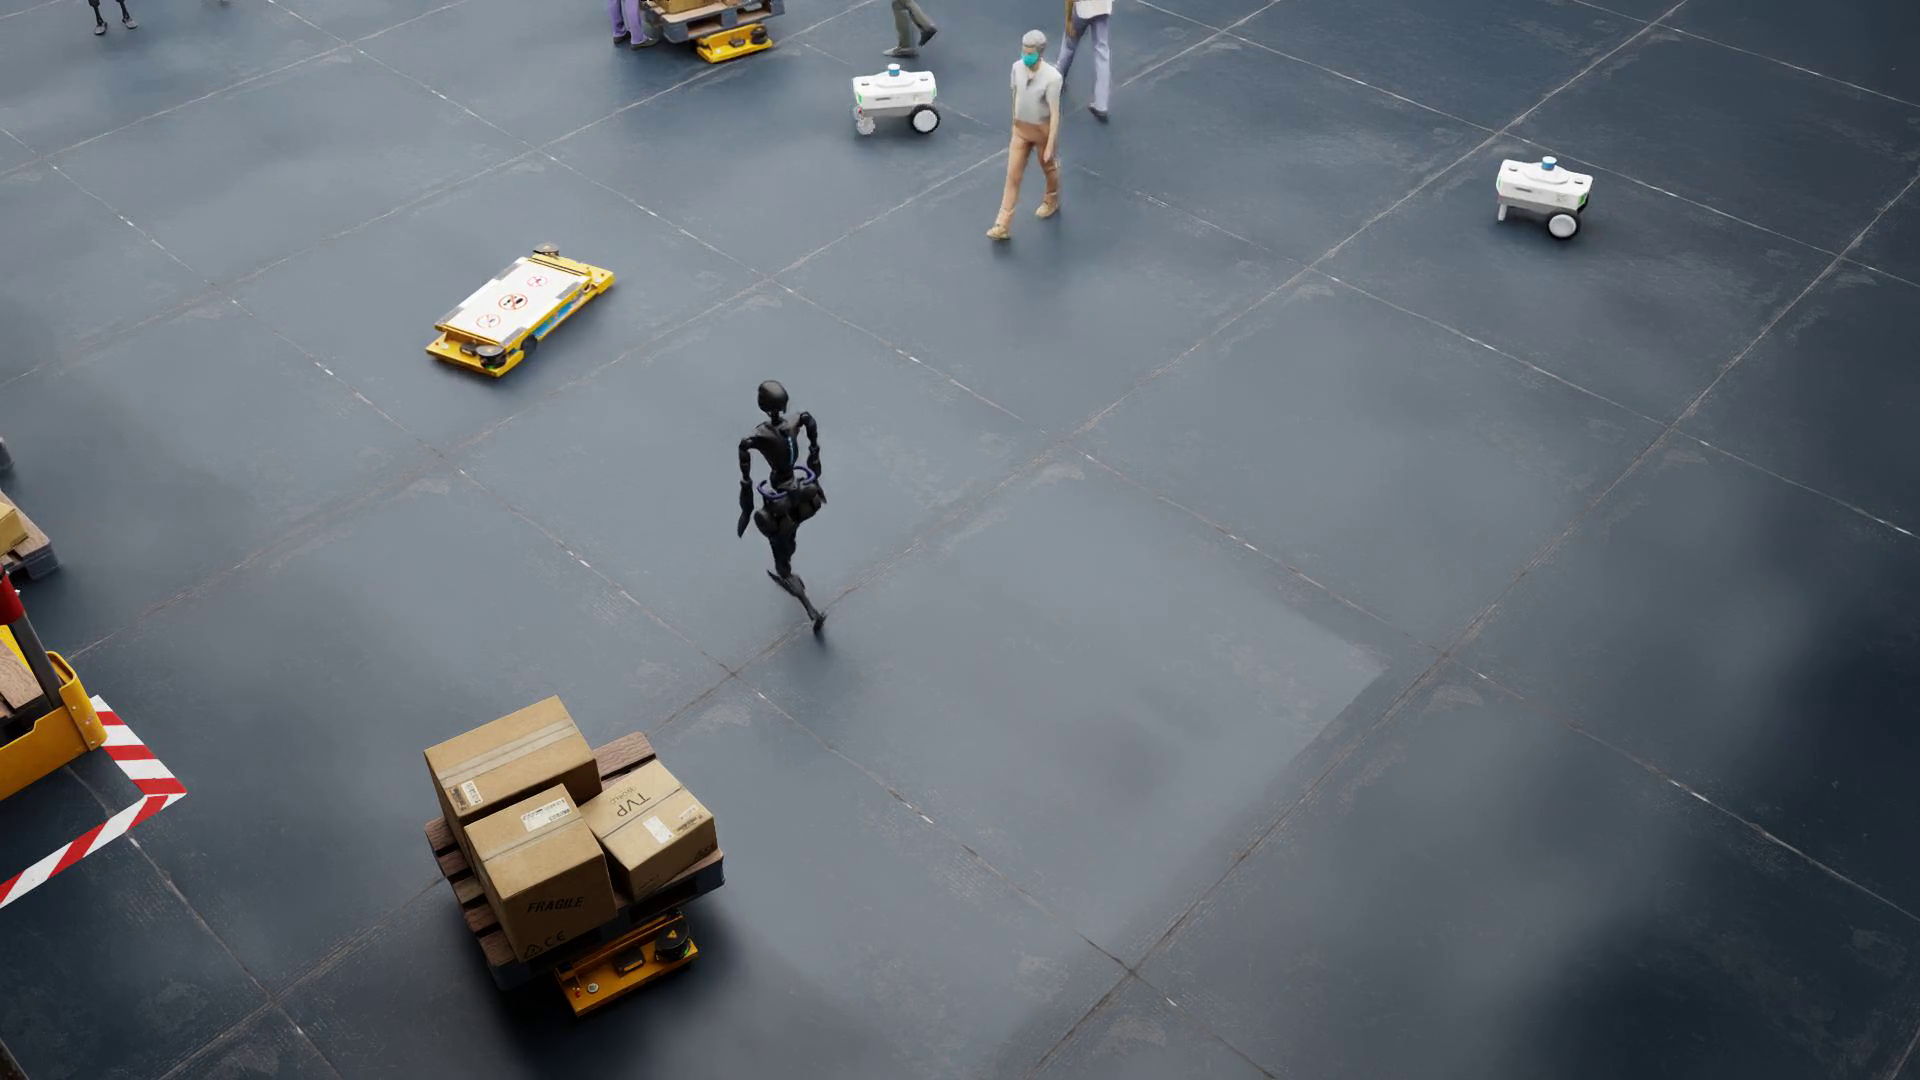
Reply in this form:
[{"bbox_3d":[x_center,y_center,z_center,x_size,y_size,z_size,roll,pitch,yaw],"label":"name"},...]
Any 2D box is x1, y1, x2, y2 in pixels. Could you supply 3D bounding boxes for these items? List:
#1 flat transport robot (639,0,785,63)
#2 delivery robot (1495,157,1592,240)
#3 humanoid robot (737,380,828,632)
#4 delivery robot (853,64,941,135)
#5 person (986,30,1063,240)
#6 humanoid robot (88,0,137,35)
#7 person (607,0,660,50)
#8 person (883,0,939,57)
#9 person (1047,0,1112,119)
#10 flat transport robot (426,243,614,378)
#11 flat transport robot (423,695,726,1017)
[{"bbox_3d":[-2.450,-5.038,16.126,0.659,0.231,1.431,-24,47,-24],"label":"flat transport robot"},{"bbox_3d":[4.728,-2.794,13.431,0.784,0.613,0.520,16,44,17],"label":"delivery robot"},{"bbox_3d":[-0.991,-0.208,9.742,0.594,1.636,0.752,-29,50,-29],"label":"humanoid robot"},{"bbox_3d":[-0.539,-3.889,14.650,0.791,0.614,0.499,-7,42,-7],"label":"delivery robot"},{"bbox_3d":[0.545,-3.175,12.991,0.498,1.687,0.912,23,47,24],"label":"person"},{"bbox_3d":[-8.228,-5.634,15.728,0.599,1.653,0.315,-17,45,-18],"label":"humanoid robot"},{"bbox_3d":[-3.171,-5.467,15.421,0.563,1.849,0.390,29,49,28],"label":"person"},{"bbox_3d":[-0.507,-5.223,15.172,0.467,1.818,0.616,4,42,4],"label":"person"},{"bbox_3d":[1.117,-4.679,14.591,0.573,1.782,0.997,-15,44,-16],"label":"person"},{"bbox_3d":[-3.283,-1.736,12.455,0.659,0.231,1.431,19,45,20],"label":"flat transport robot"},{"bbox_3d":[-1.960,1.745,8.587,0.659,0.231,1.431,-23,47,-23],"label":"flat transport robot"}]
